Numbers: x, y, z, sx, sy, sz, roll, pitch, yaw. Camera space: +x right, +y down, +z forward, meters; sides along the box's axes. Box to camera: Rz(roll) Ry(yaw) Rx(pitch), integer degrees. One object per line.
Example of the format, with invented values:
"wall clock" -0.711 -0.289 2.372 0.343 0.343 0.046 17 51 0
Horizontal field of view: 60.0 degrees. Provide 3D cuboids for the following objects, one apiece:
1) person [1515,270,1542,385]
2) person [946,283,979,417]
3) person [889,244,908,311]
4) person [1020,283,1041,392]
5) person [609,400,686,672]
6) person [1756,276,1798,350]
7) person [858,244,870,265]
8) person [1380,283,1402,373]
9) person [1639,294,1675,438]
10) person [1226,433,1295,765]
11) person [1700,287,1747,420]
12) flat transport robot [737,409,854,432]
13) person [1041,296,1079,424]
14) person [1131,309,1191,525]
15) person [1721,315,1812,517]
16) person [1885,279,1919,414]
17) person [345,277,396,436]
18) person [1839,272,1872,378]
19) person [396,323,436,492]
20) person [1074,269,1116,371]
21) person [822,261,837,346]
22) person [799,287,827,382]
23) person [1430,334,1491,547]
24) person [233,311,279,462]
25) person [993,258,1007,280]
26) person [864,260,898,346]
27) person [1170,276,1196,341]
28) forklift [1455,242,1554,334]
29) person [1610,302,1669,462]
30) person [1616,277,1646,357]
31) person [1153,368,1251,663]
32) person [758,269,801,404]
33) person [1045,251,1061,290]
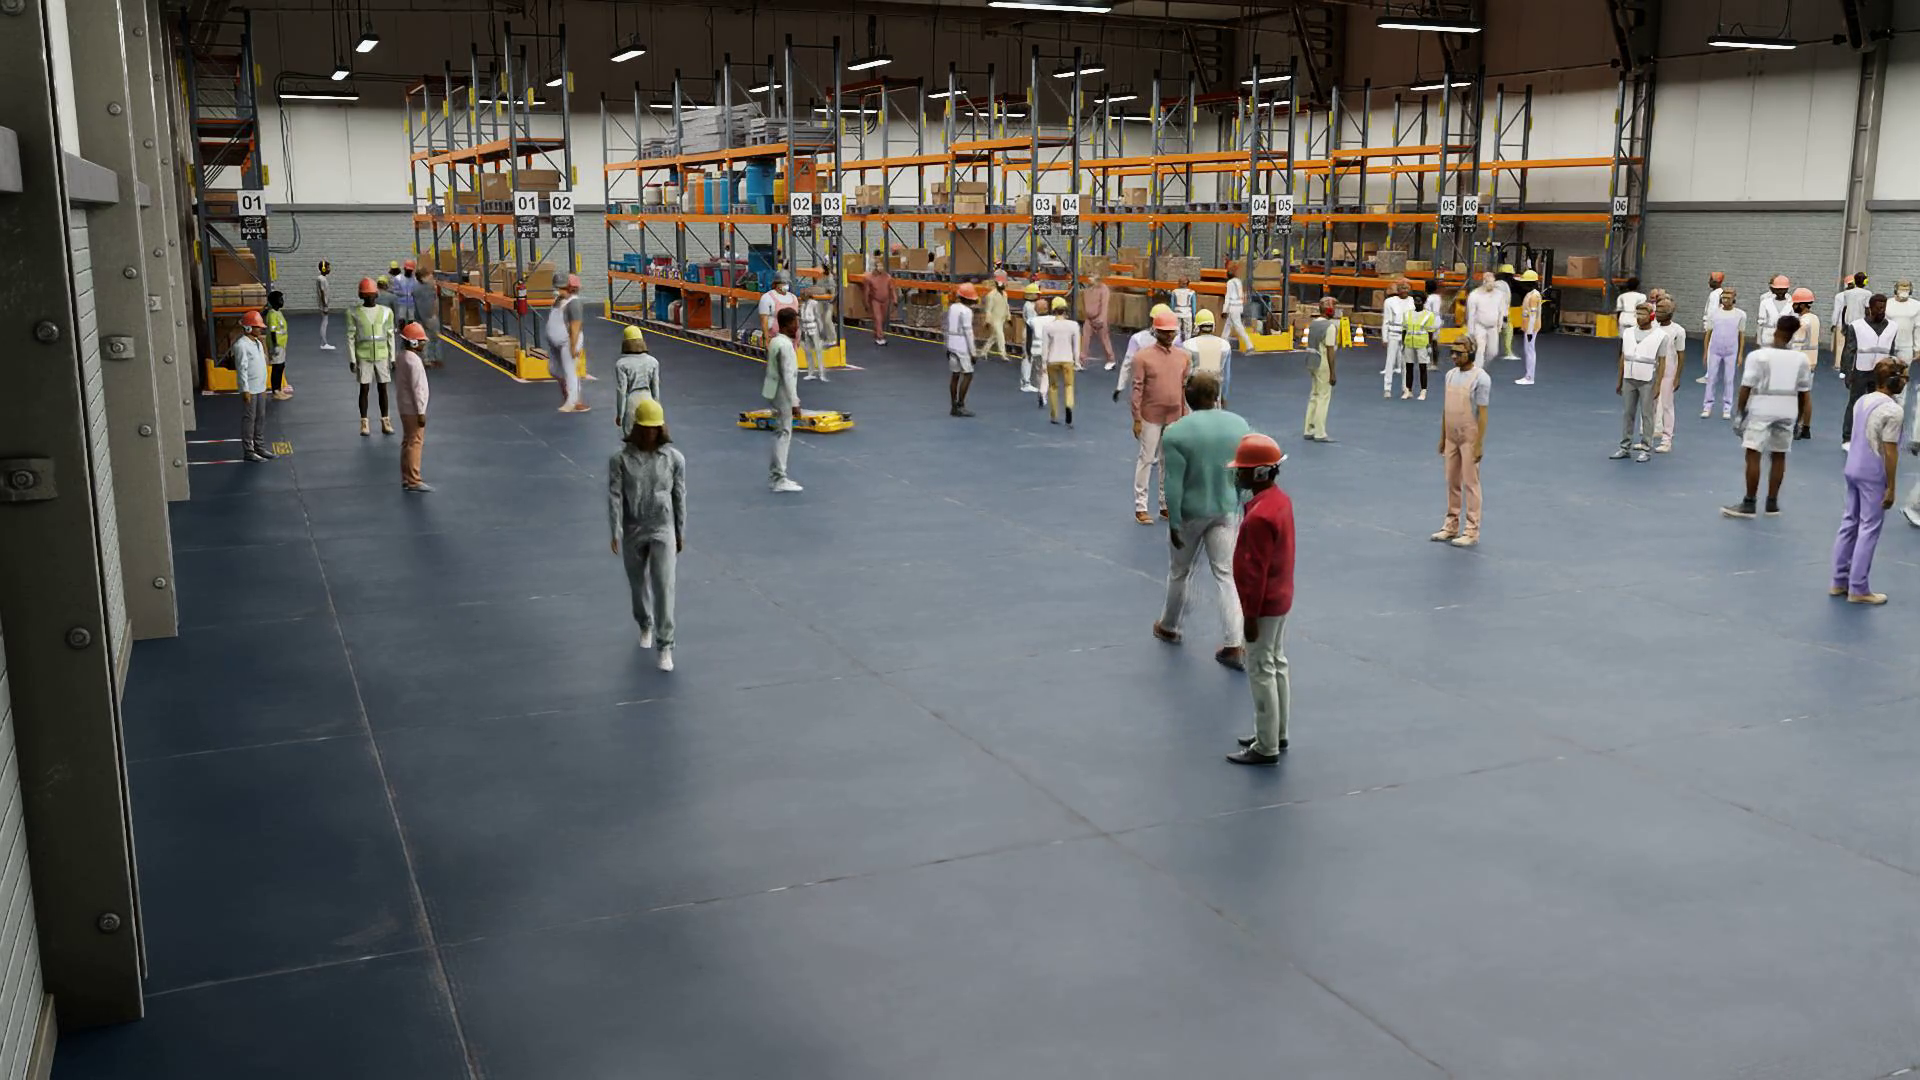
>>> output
"person" 9.575 -3.569 27.994 0.390 1.922 0.589 3 11 14
"person" 0.011 -2.695 23.639 0.332 1.893 0.667 -6 13 -29
"person" -1.796 -7.677 48.761 0.652 1.965 1.070 6 13 28
"person" 1.156 -3.281 26.974 0.321 1.739 0.495 -1 11 -3
"person" -2.006 -0.069 10.740 0.483 1.703 0.862 -1 11 -7
"person" 12.288 -3.001 25.043 0.545 1.939 0.354 5 12 23
"person" -3.045 -8.387 52.441 0.373 1.925 0.595 4 12 21
"person" 7.775 -3.803 29.895 0.506 1.632 0.268 -8 14 -35
"person" 8.986 -2.227 21.348 0.335 1.844 0.513 -2 11 -11
"person" 1.561 0.307 8.736 0.359 1.744 0.571 5 12 22
"person" 10.680 -2.604 23.261 0.507 1.845 0.339 6 13 30
"flat transport robot" -2.207 -1.615 22.252 1.431 0.197 0.652 5 12 24
"person" 1.359 -2.422 22.549 0.539 1.747 0.615 -1 11 -4
"person" 1.879 -1.140 15.440 0.617 1.993 0.396 -5 12 -23
"person" 7.681 -1.171 15.832 0.761 1.921 0.503 0 11 2
"person" 13.484 -2.779 23.939 0.628 1.933 0.367 4 12 19
"person" -7.640 -2.383 21.633 0.608 2.044 0.370 -7 13 -30
"person" 15.583 -3.724 28.926 0.335 1.860 0.508 -7 13 -31
"person" -5.647 -1.373 17.273 0.360 1.742 0.563 -7 13 -32
"person" 2.496 -4.024 30.460 0.991 1.864 0.650 -10 15 -43
"person" -2.842 -5.143 36.224 0.357 1.833 0.656 -1 11 -6
"person" -2.509 -3.526 28.537 0.328 1.612 0.645 -9 14 -37
"person" 4.366 -0.865 14.456 0.339 1.838 0.507 -5 12 -25
"person" -8.200 -1.784 19.355 0.350 1.743 0.563 0 11 2
"person" 0.946 -6.206 41.824 0.338 1.742 0.562 8 13 34
"person" -1.753 -5.166 36.284 0.635 1.855 1.023 -6 13 -28
"person" 4.411 -4.392 32.874 0.523 1.638 0.310 5 12 23
"forklift" 13.047 -6.049 39.881 2.313 2.155 1.214 -5 12 -23
"person" 7.921 -1.834 19.344 0.389 1.847 0.567 -8 14 -37
"person" 12.564 -4.061 31.076 0.553 1.671 0.683 9 14 37
"person" 1.589 -0.166 10.797 0.636 1.891 1.036 -3 11 -13
"person" -2.663 -3.068 25.122 0.676 2.000 0.536 -10 15 -42
"person" 2.763 -7.684 49.291 0.523 1.766 0.320 3 12 16
